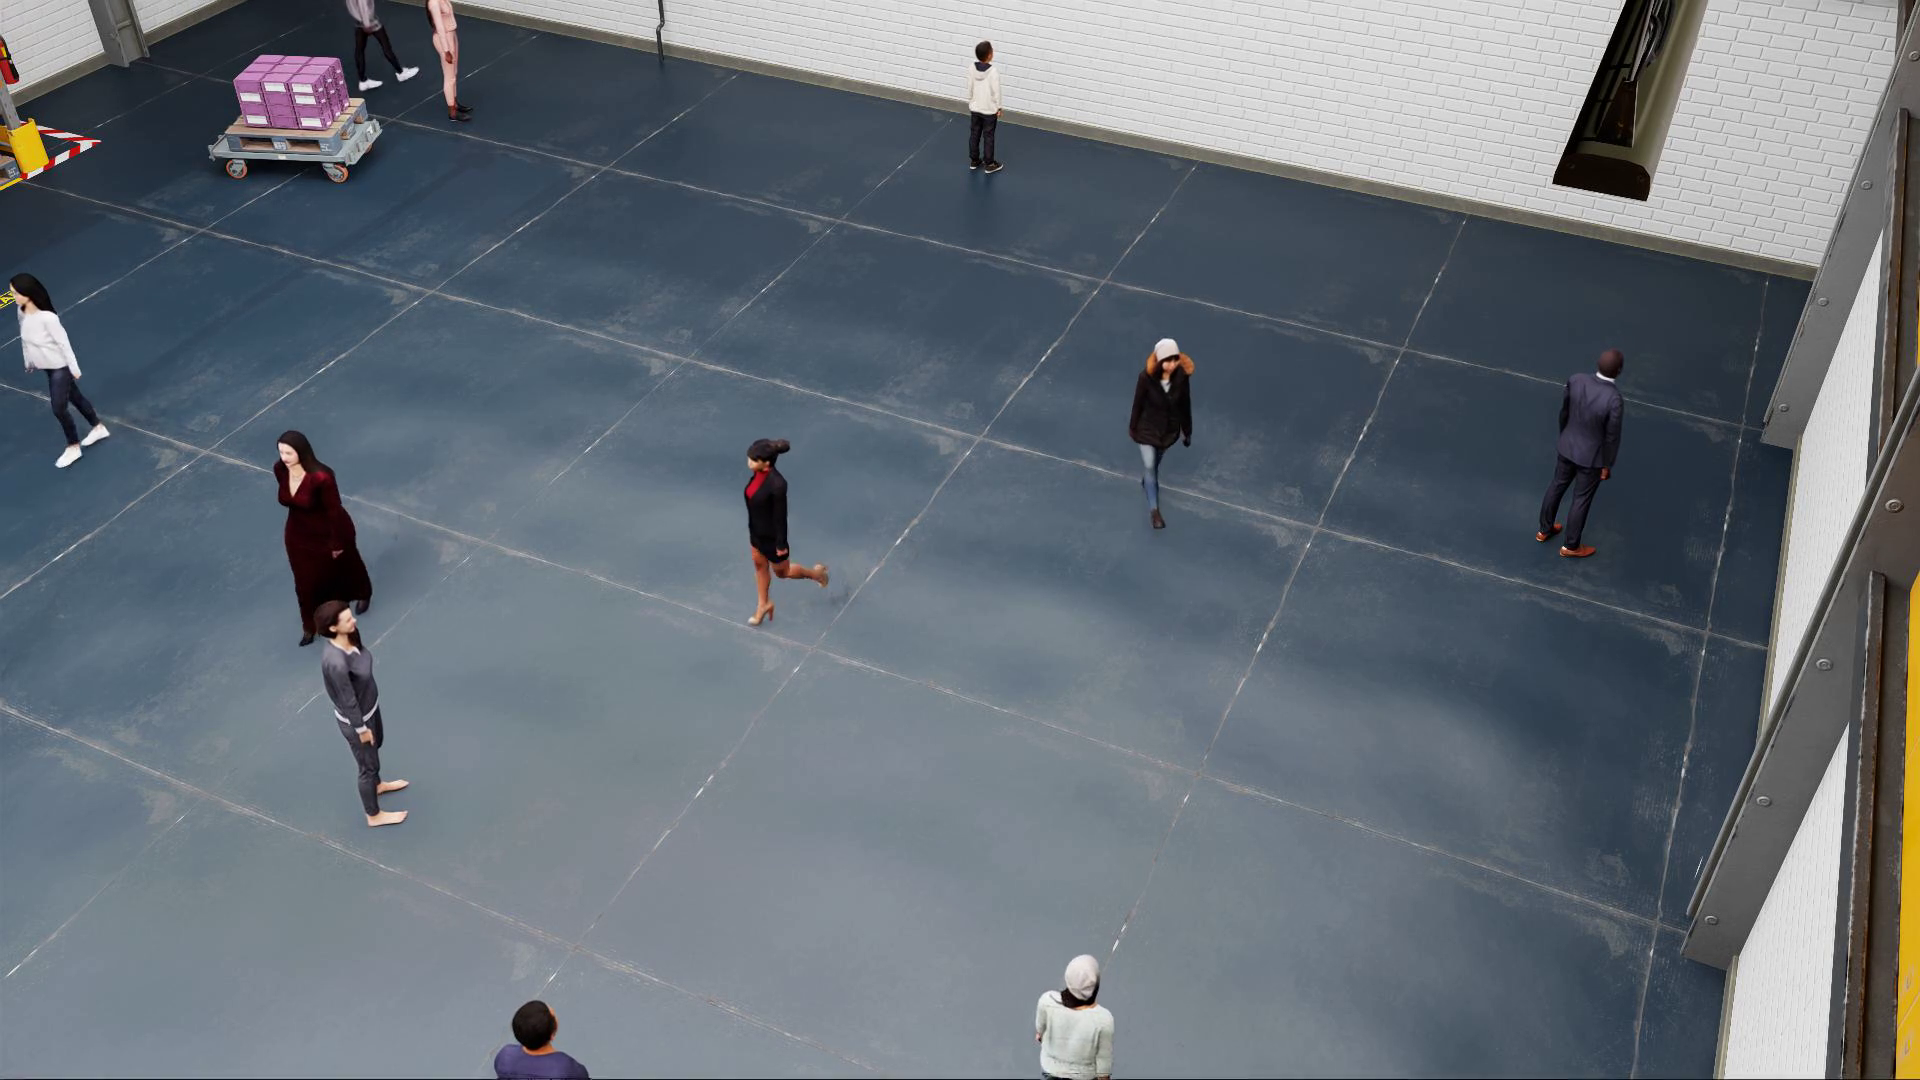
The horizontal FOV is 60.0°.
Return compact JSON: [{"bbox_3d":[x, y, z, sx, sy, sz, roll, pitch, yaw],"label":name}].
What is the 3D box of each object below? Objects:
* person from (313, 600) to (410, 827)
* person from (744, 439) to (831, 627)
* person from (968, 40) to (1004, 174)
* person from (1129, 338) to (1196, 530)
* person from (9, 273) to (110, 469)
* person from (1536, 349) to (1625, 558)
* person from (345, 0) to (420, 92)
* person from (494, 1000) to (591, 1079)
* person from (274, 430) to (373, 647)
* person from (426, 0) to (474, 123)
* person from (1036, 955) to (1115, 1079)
[{"bbox_3d":[-3.839,1.084,10.586,0.734,1.767,0.651,-9,39,-11],"label":"person"},{"bbox_3d":[-1.314,-0.052,12.125,0.998,1.621,0.858,-21,43,-24],"label":"person"},{"bbox_3d":[0.256,-4.713,18.095,0.608,1.455,0.564,23,44,26],"label":"person"},{"bbox_3d":[1.555,-0.945,13.263,0.996,1.596,1.100,-9,39,-11],"label":"person"},{"bbox_3d":[-7.467,-1.497,13.886,0.683,1.682,0.836,21,43,24],"label":"person"},{"bbox_3d":[4.787,-0.679,12.750,0.811,1.822,0.791,-19,42,-22],"label":"person"},{"bbox_3d":[-7.151,-6.167,19.680,1.088,1.749,0.901,-27,46,-30],"label":"person"},{"bbox_3d":[-2.013,2.911,8.279,0.697,1.791,0.606,7,39,8],"label":"person"},{"bbox_3d":[-4.598,-0.116,12.120,0.751,1.728,0.966,10,40,12],"label":"person"},{"bbox_3d":[-5.895,-5.682,19.096,0.756,1.720,0.636,-4,39,-5],"label":"person"},{"bbox_3d":[0.562,2.767,8.596,0.677,1.621,0.962,10,40,12],"label":"person"}]
